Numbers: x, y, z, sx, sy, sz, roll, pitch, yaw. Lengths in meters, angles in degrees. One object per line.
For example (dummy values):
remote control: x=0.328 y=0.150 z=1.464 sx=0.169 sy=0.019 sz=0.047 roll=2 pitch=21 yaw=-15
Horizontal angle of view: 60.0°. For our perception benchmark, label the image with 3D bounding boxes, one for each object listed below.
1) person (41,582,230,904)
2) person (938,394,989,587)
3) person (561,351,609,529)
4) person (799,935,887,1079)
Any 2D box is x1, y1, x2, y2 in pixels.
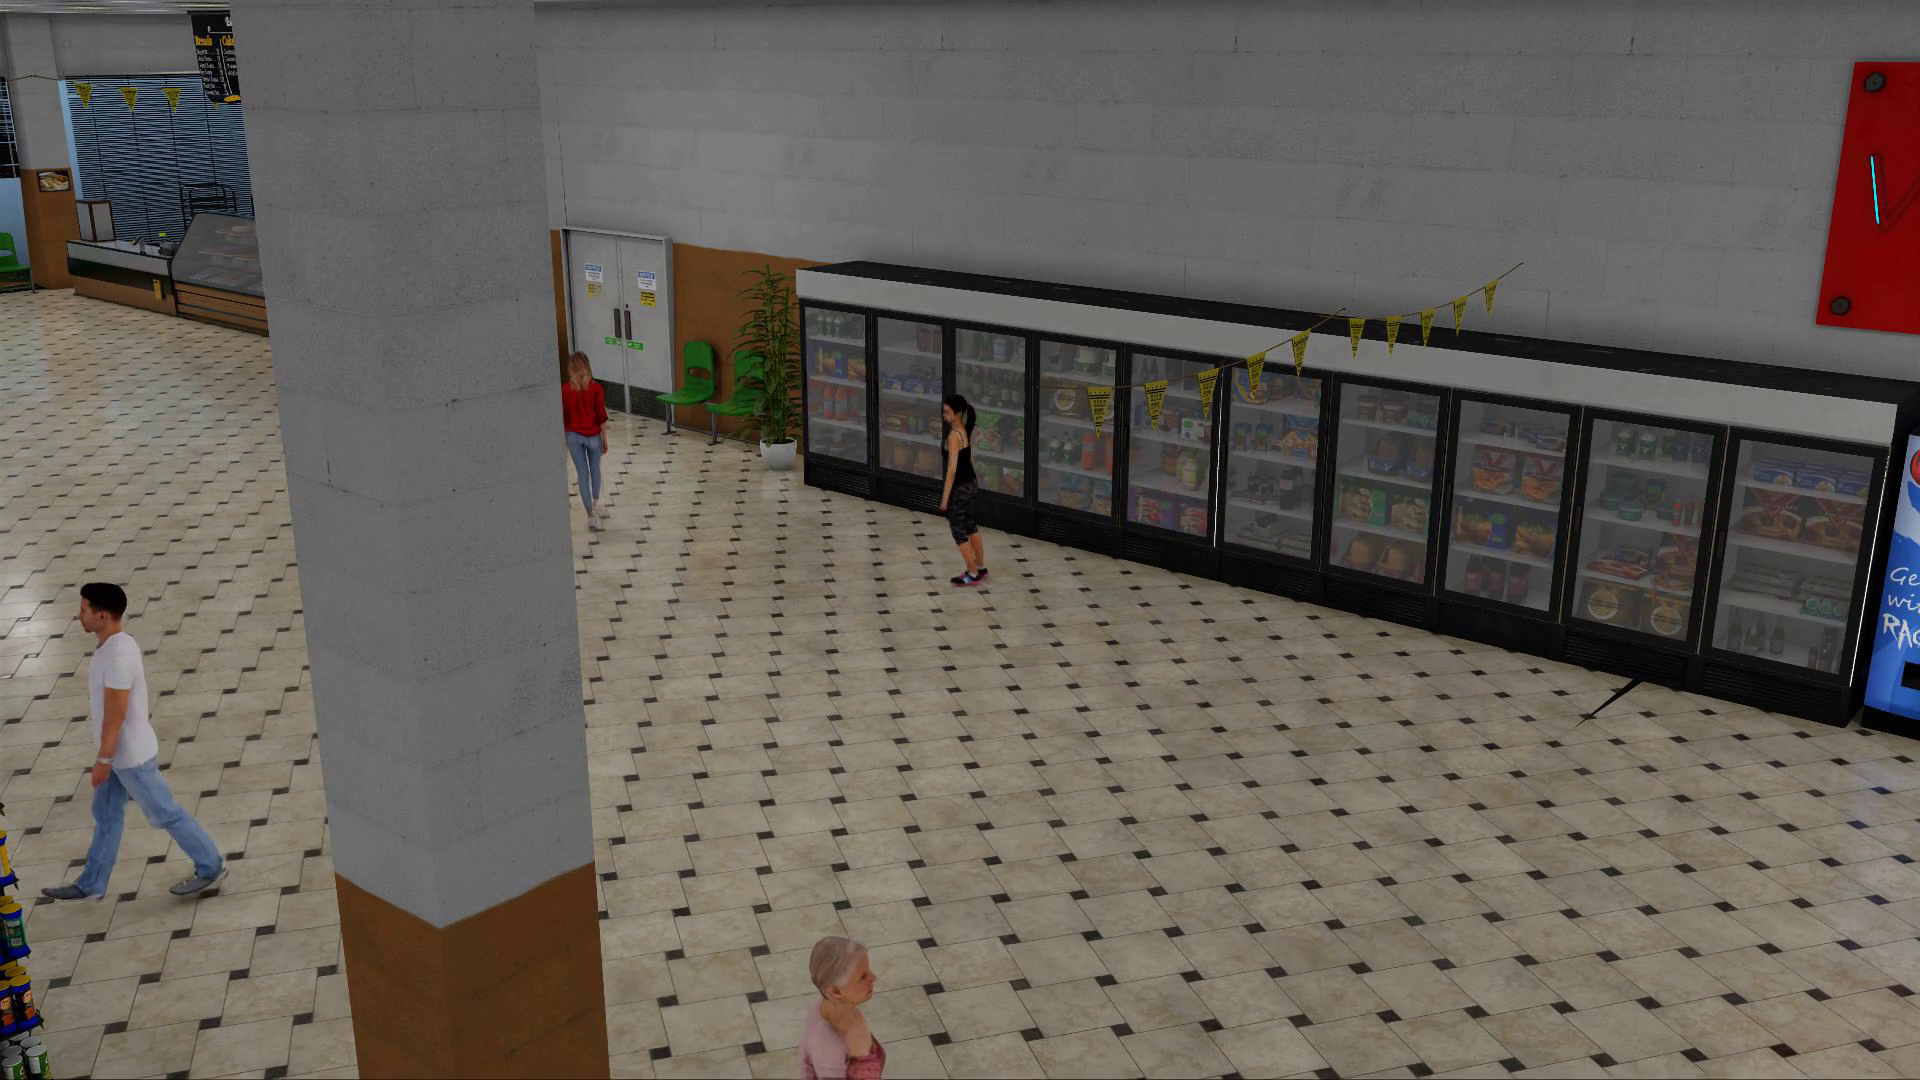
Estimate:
person: x=-4.403 y=1.132 z=9.005 sx=1.257 sy=1.817 sz=0.973 roll=-8 pitch=19 yaw=-26
person: x=0.059 y=-0.413 z=14.304 sx=0.895 sy=1.696 sz=0.613 roll=12 pitch=21 yaw=34
person: x=-3.637 y=-0.933 z=16.081 sx=1.123 sy=1.658 sz=1.090 roll=-4 pitch=17 yaw=-13
person: x=-0.425 y=2.154 z=5.856 sx=0.755 sy=1.691 sz=0.689 roll=-1 pitch=17 yaw=-2
